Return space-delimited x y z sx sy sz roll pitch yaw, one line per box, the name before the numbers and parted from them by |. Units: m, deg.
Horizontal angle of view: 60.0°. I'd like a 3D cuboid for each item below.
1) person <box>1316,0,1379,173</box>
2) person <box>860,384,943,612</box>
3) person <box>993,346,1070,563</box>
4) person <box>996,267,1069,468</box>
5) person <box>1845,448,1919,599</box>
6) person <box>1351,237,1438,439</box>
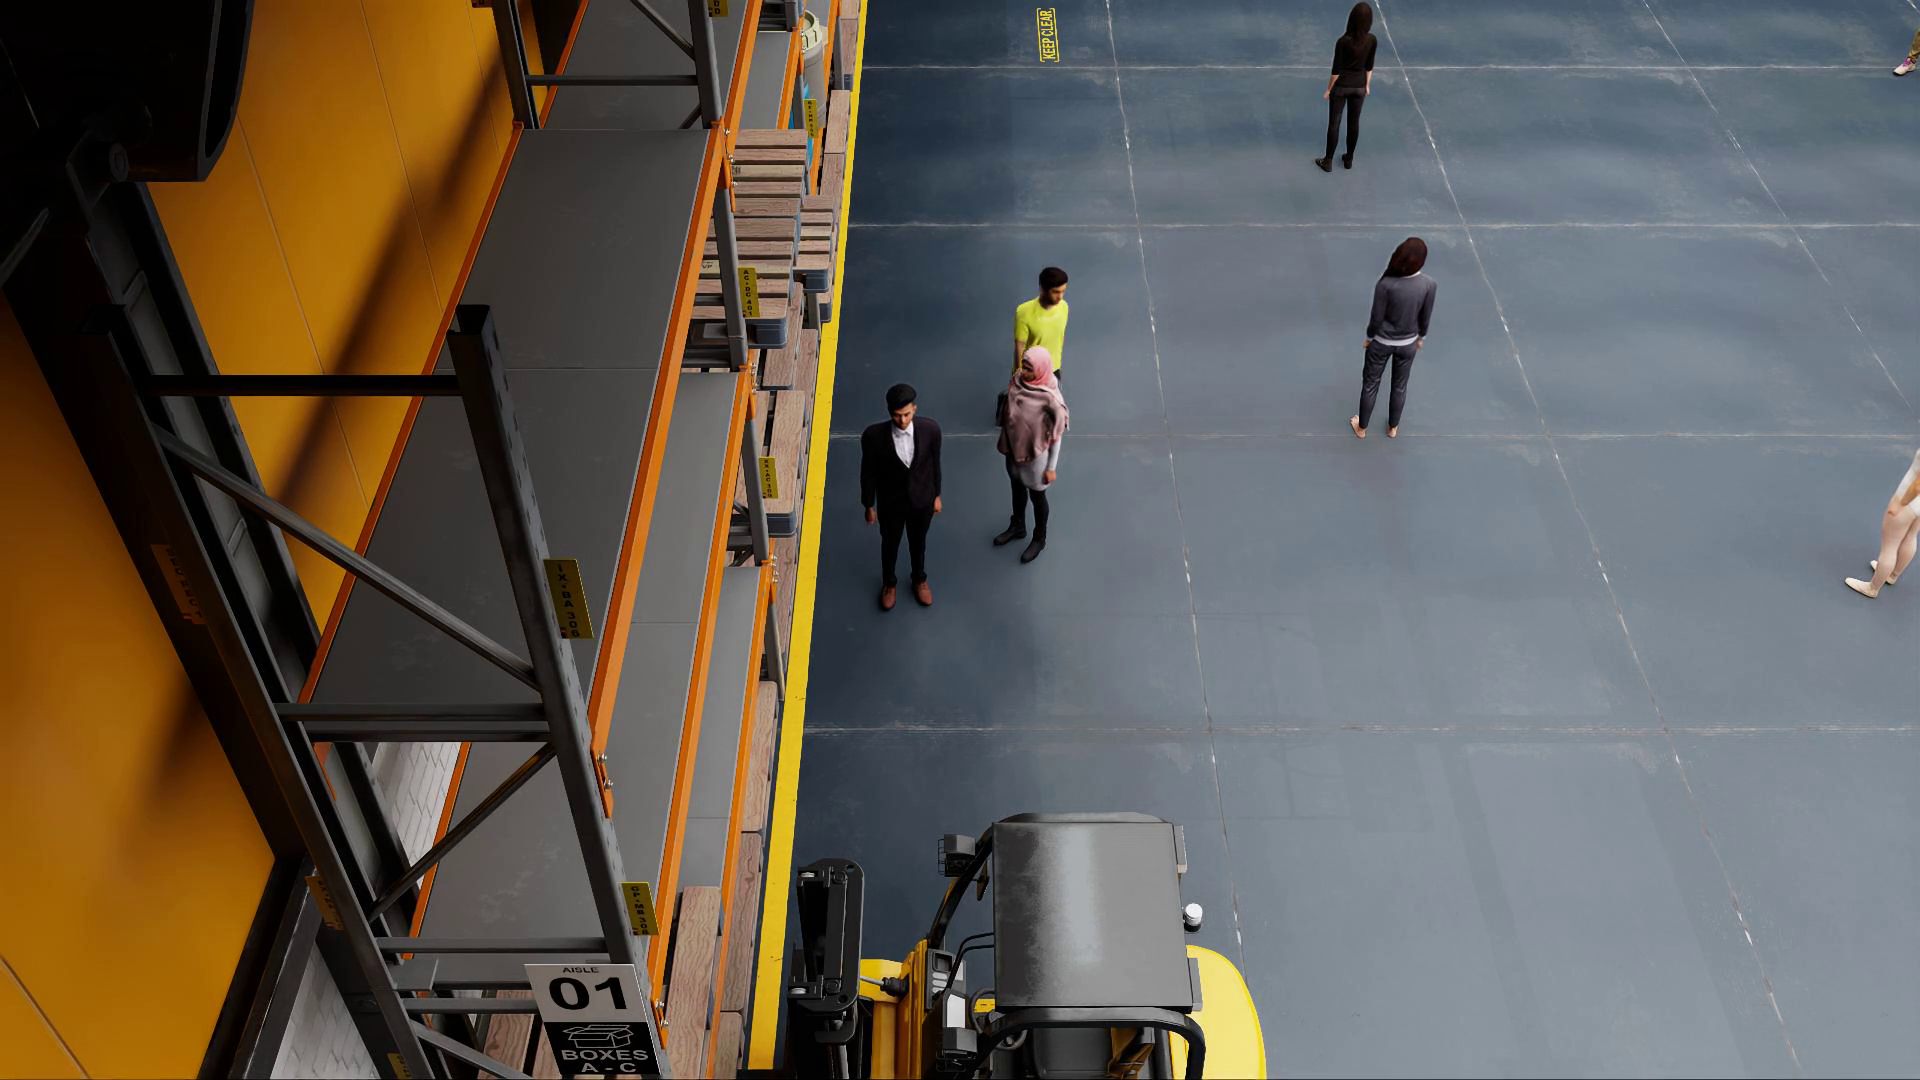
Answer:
person | 3.621 -4.205 15.466 0.610 1.642 0.550 -7 44 -7
person | -0.371 -0.304 11.196 0.745 1.882 0.623 -8 44 -8
person | 0.492 -0.611 11.576 0.788 1.803 0.723 -33 53 -30
person | 0.527 -1.356 12.444 0.916 1.685 1.098 -17 46 -17
person | 6.527 -0.275 11.339 0.618 1.644 0.627 -24 49 -23
person | 3.279 -1.514 12.548 0.607 1.768 0.501 0 44 0
